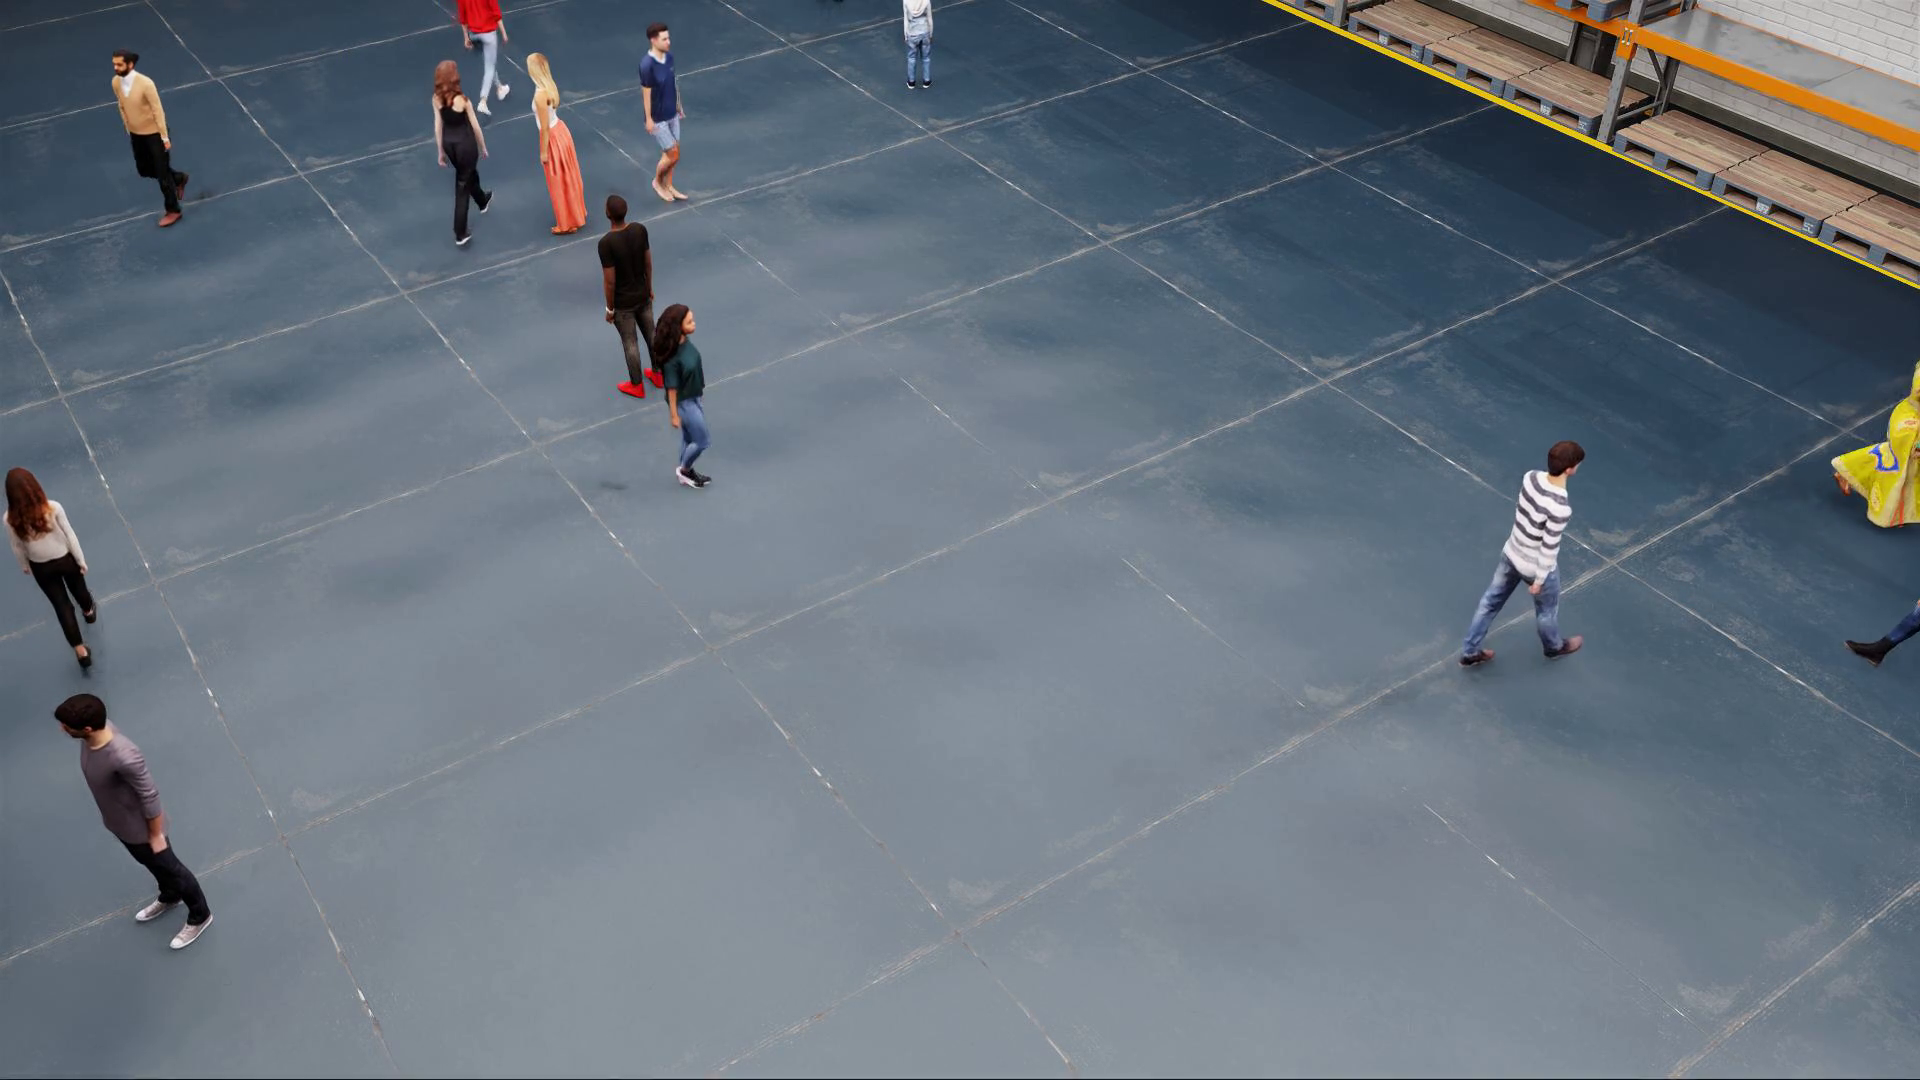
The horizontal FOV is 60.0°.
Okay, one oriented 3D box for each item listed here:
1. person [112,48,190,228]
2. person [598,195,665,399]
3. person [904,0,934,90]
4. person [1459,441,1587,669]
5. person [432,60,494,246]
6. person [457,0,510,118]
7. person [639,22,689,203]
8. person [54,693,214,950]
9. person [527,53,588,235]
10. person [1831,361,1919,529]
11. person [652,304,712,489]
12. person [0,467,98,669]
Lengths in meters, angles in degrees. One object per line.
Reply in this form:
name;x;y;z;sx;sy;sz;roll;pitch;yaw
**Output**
person;-7.815;-3.955;16.156;0.962;1.738;0.988;12;40;15
person;-2.704;-2.002;13.657;0.592;1.805;0.677;32;48;33
person;-0.476;-5.722;18.751;0.566;1.261;0.611;-2;39;-2
person;3.664;0.149;10.958;0.931;1.811;1.115;-13;40;-15
person;-4.777;-3.634;15.795;1.106;1.687;1.129;8;39;10
person;-5.191;-5.433;18.061;1.111;1.670;1.149;8;39;10
person;-3.003;-4.207;16.397;0.794;1.832;0.765;18;42;21
person;-4.569;1.514;9.219;0.580;1.850;0.787;28;46;30
person;-3.873;-3.794;15.903;0.796;1.803;0.715;1;39;2
person;6.973;-0.811;12.295;1.206;1.644;1.100;13;40;16
person;-2.166;-1.069;12.649;0.787;1.605;0.725;6;39;7
person;-6.081;0.215;11.172;0.671;1.442;1.025;-17;42;-20
